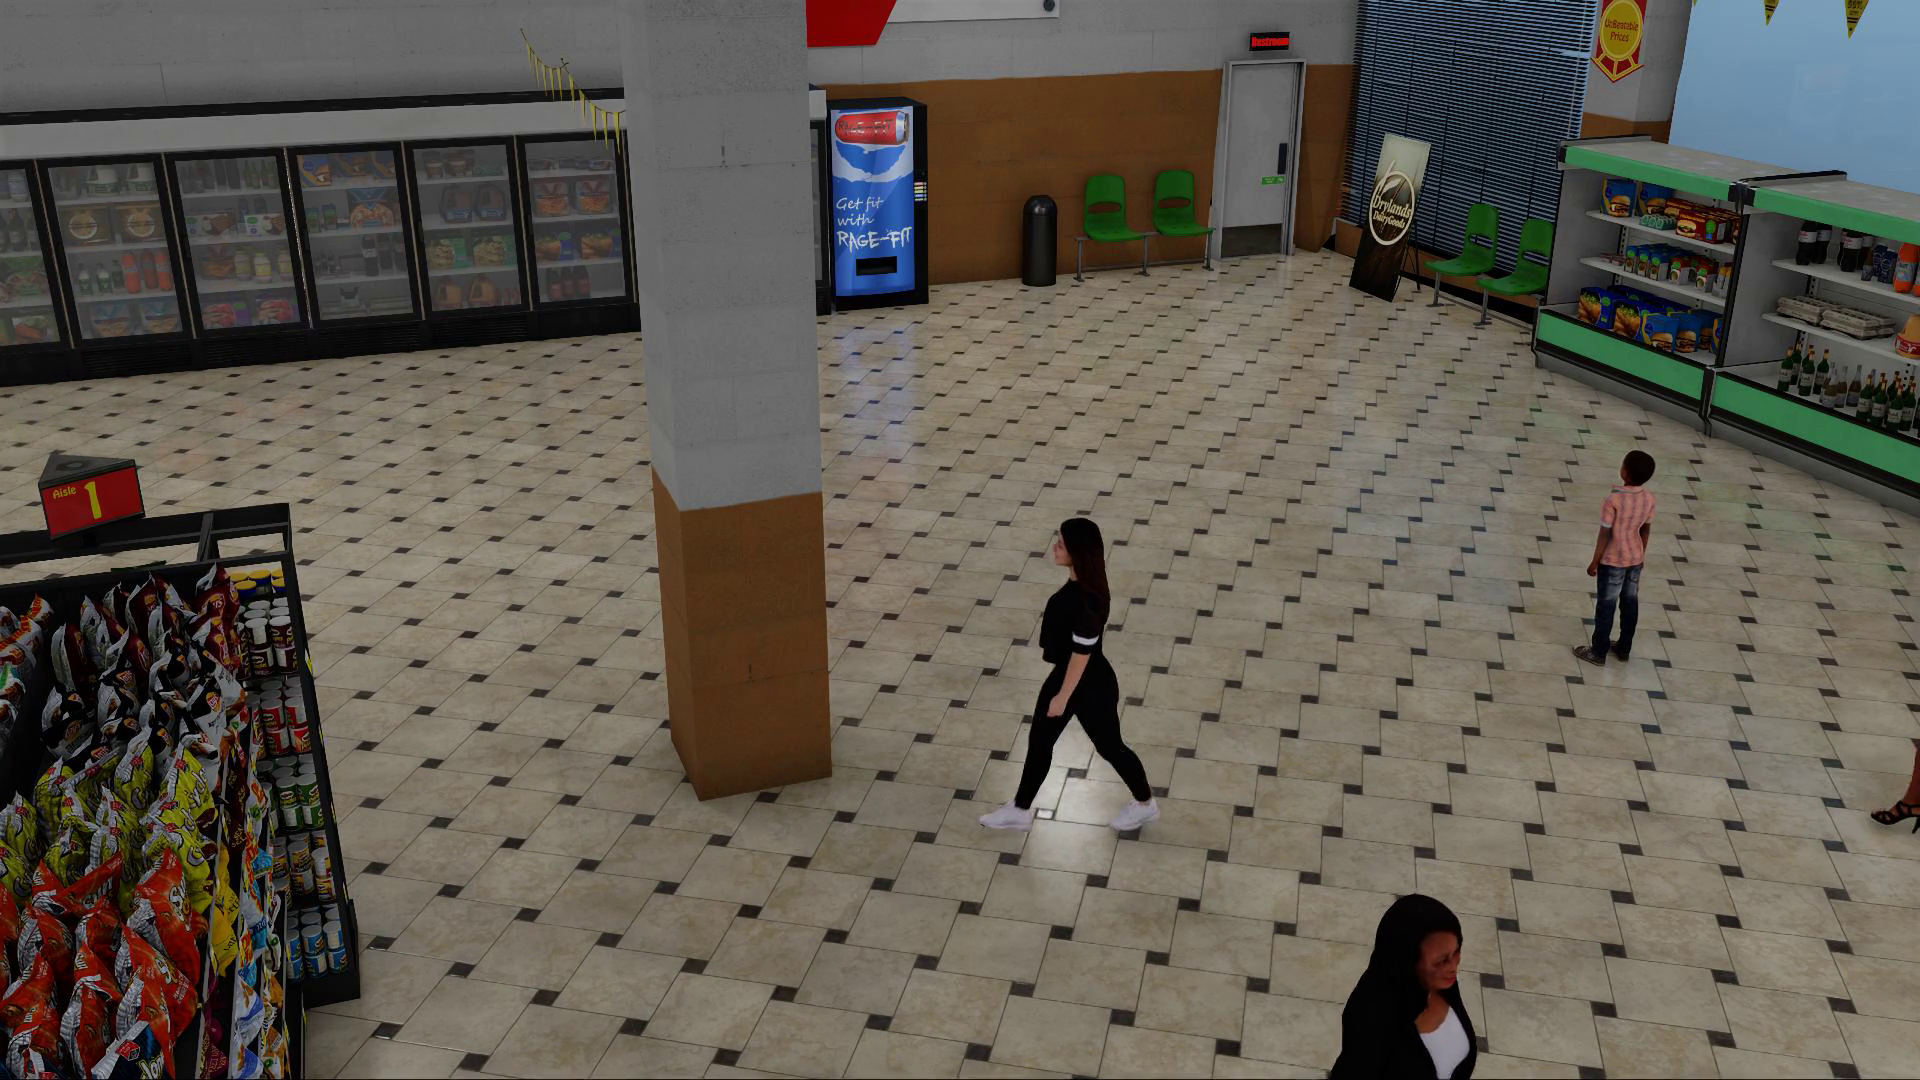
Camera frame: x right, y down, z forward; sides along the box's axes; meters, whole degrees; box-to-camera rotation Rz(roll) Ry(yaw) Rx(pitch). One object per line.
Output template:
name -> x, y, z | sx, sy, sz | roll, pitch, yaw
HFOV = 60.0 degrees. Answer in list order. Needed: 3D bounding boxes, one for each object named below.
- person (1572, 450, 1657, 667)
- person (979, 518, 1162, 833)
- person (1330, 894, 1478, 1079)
person -> 3.814, 0.100, 9.589 | 0.516, 1.306, 0.507 | -6, 23, -14
person -> 0.648, 0.690, 7.736 | 0.801, 1.594, 1.087 | -3, 22, -8
person -> 1.231, 1.756, 5.109 | 1.171, 1.574, 1.050 | 13, 25, 29
